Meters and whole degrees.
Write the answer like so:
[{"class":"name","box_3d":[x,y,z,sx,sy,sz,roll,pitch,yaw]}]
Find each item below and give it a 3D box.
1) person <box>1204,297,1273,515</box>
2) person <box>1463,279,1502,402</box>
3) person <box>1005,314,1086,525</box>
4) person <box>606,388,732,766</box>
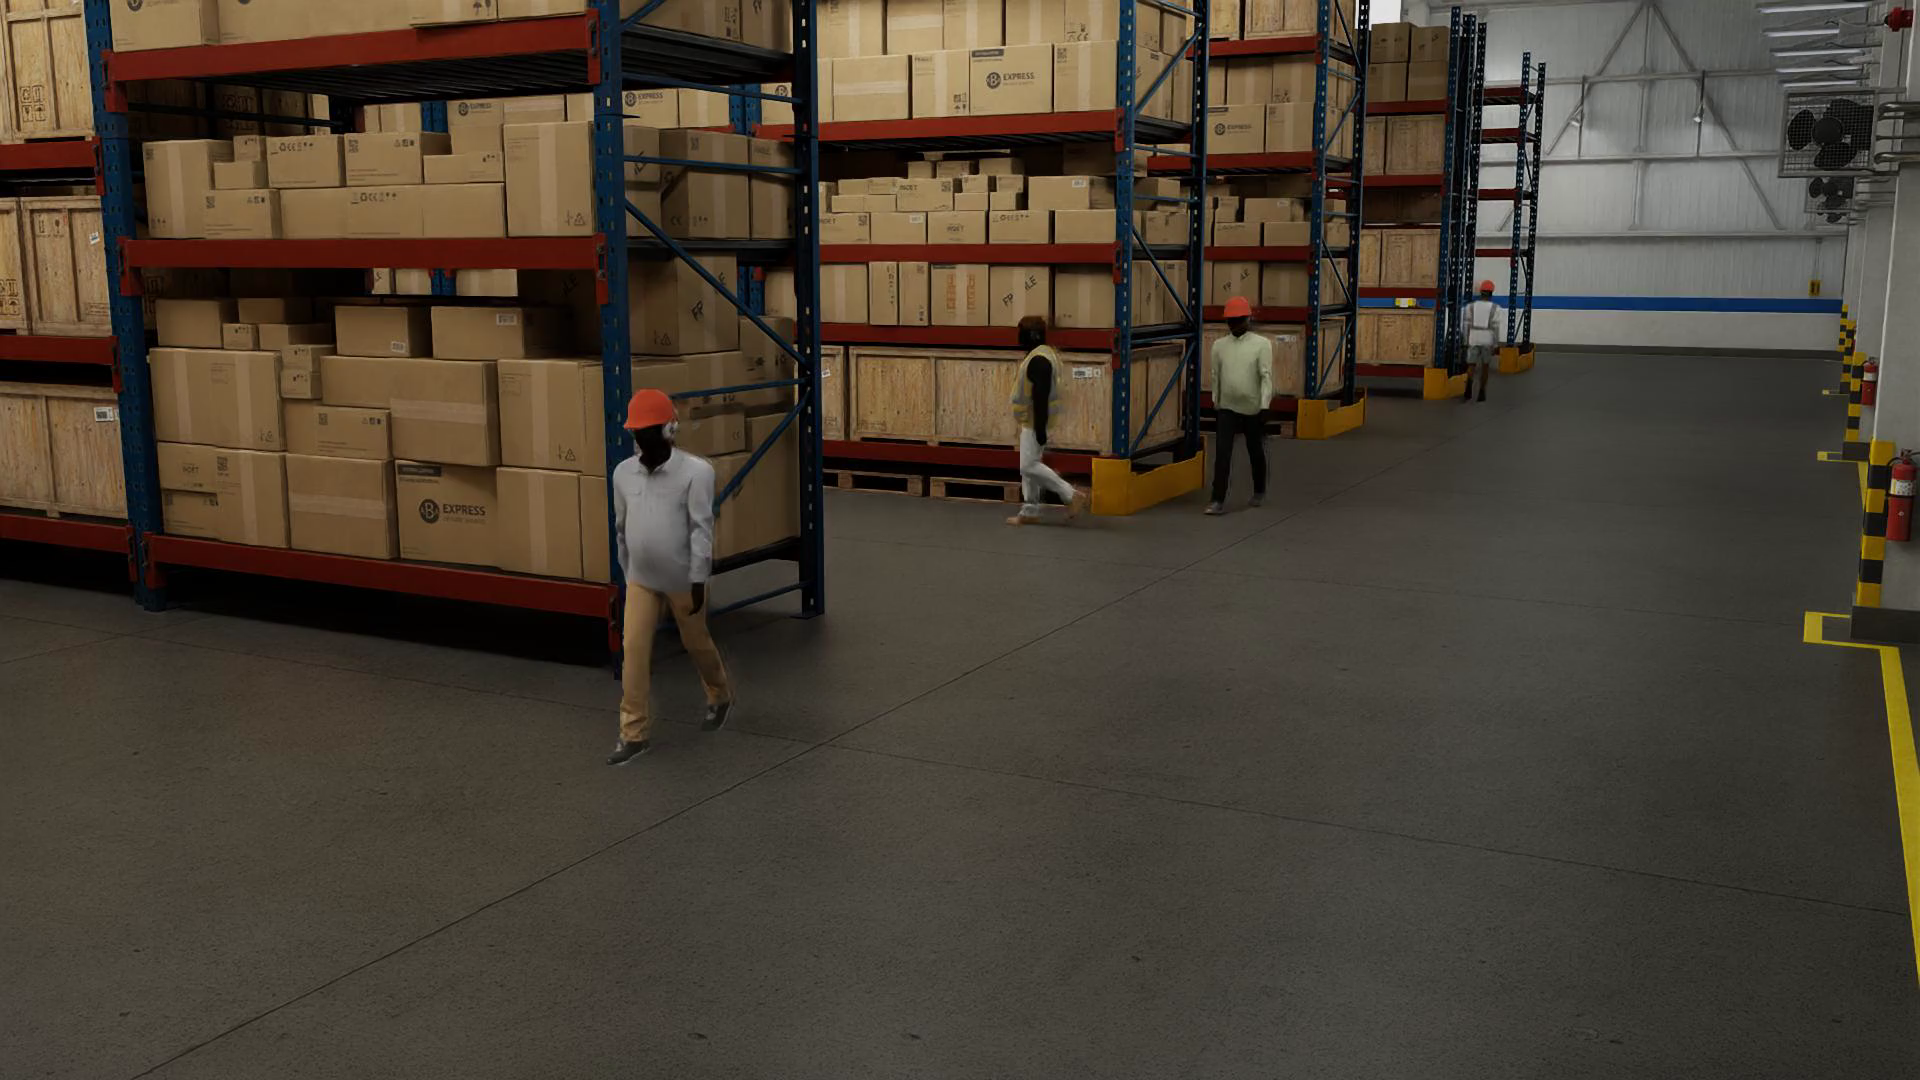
[{"class":"person","box_3d":[2.545,-1.216,15.008,0.622,1.951,1.015,6,11,30]},{"class":"person","box_3d":[8.152,-3.107,26.006,0.577,1.923,0.533,6,11,30]},{"class":"person","box_3d":[0.715,-0.995,14.087,0.598,1.827,0.630,1,10,4]},{"class":"person","box_3d":[-1.374,0.132,7.843,0.556,1.718,0.867,3,10,17]}]
